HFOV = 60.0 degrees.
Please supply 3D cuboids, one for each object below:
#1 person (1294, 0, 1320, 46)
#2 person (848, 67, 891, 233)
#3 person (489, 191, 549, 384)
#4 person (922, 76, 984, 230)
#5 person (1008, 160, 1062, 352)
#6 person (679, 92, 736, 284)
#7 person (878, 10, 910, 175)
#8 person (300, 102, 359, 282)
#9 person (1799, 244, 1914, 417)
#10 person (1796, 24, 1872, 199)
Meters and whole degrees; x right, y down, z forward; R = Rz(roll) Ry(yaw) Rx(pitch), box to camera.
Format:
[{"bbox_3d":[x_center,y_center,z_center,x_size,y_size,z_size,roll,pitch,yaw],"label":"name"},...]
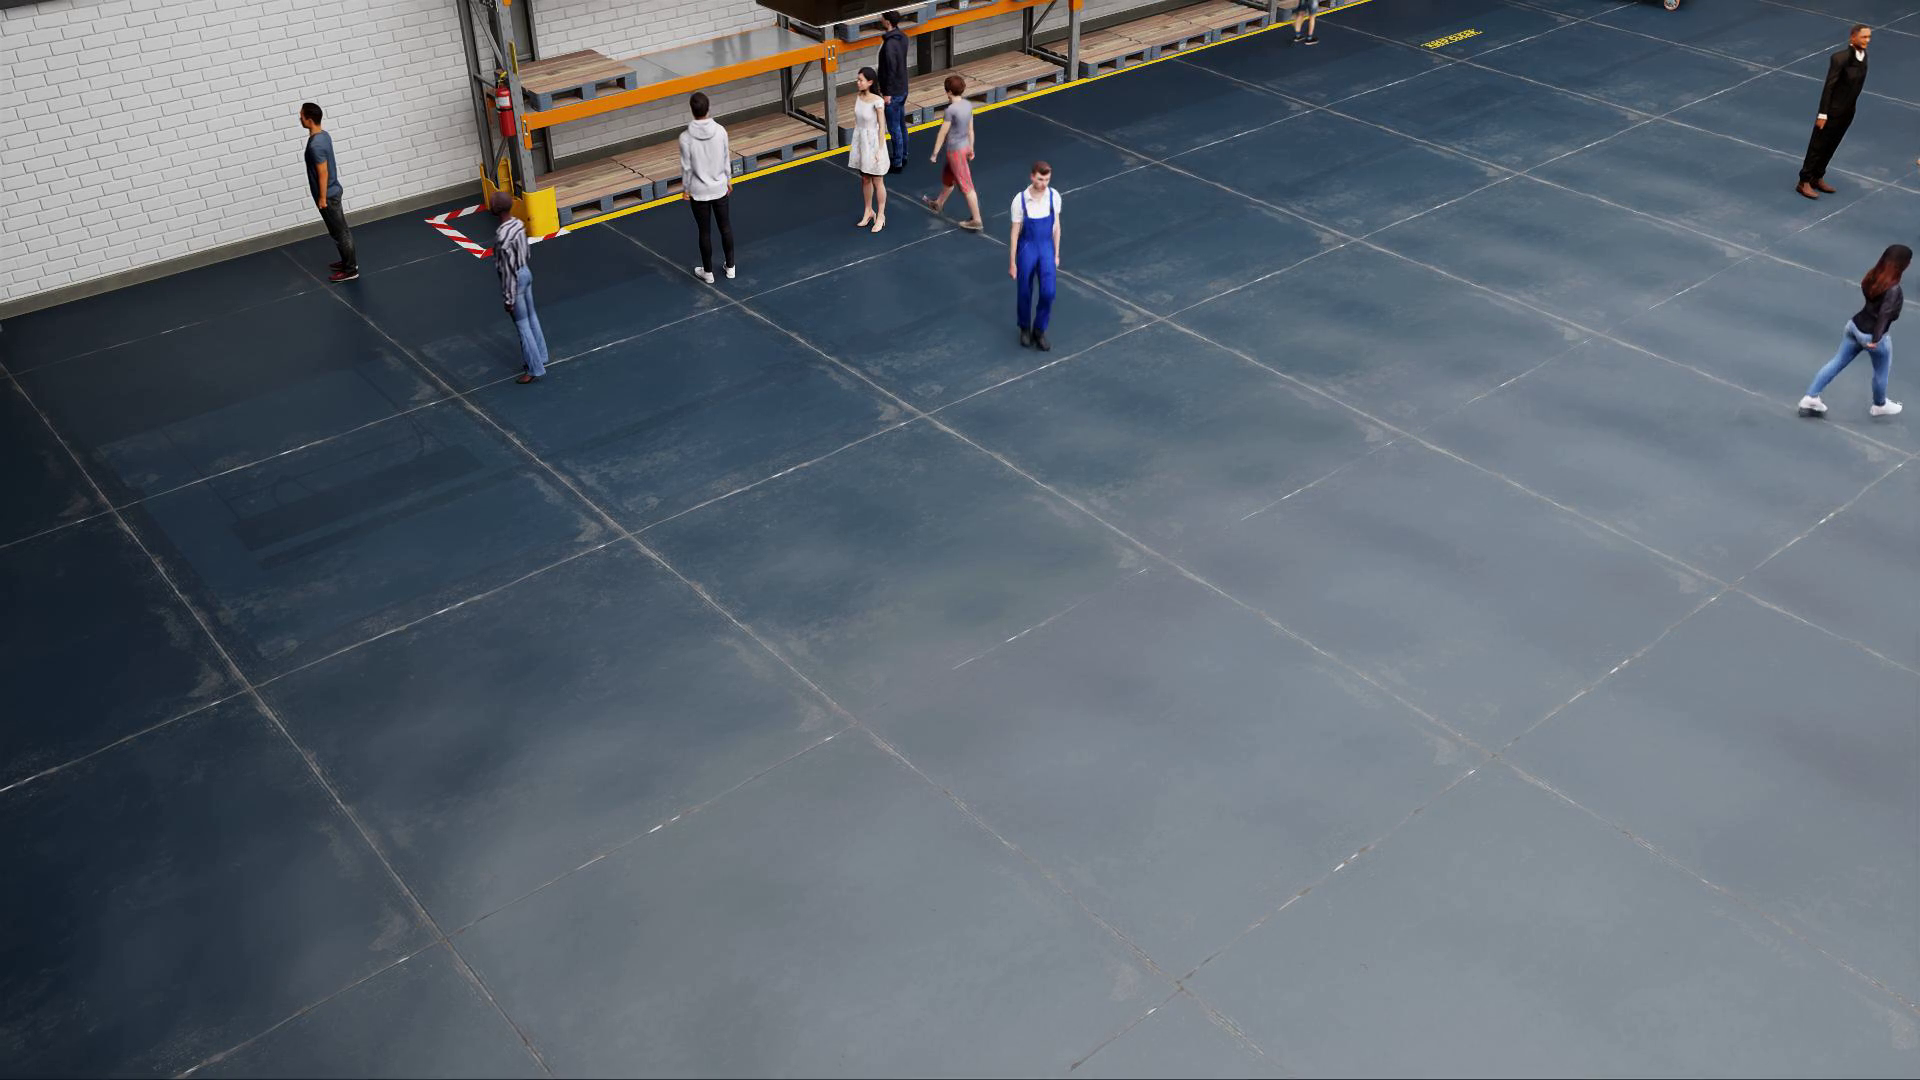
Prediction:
[{"bbox_3d":[4.916,-7.727,23.370,0.467,1.449,0.524,-26,42,-34],"label":"person"},{"bbox_3d":[-0.963,-4.155,17.703,0.630,1.774,0.647,-27,42,-34],"label":"person"},{"bbox_3d":[-3.945,-2.253,14.823,0.764,1.794,0.710,2,34,3],"label":"person"},{"bbox_3d":[0.042,-4.090,17.754,0.856,1.607,1.105,22,39,29],"label":"person"},{"bbox_3d":[0.678,-2.689,15.447,0.835,1.828,0.894,-6,34,-8],"label":"person"},{"bbox_3d":[-2.505,-3.519,16.605,0.613,1.930,0.790,-16,37,-22],"label":"person"},{"bbox_3d":[-0.745,-5.175,19.128,0.821,1.895,0.720,8,35,12],"label":"person"},{"bbox_3d":[-6.337,-3.502,16.687,0.707,1.810,0.729,-7,34,-11],"label":"person"},{"bbox_3d":[7.713,-1.767,14.272,1.187,1.593,1.056,-1,34,-2],"label":"person"},{"bbox_3d":[9.779,-4.805,18.562,0.615,1.904,0.802,-17,37,-24],"label":"person"}]
